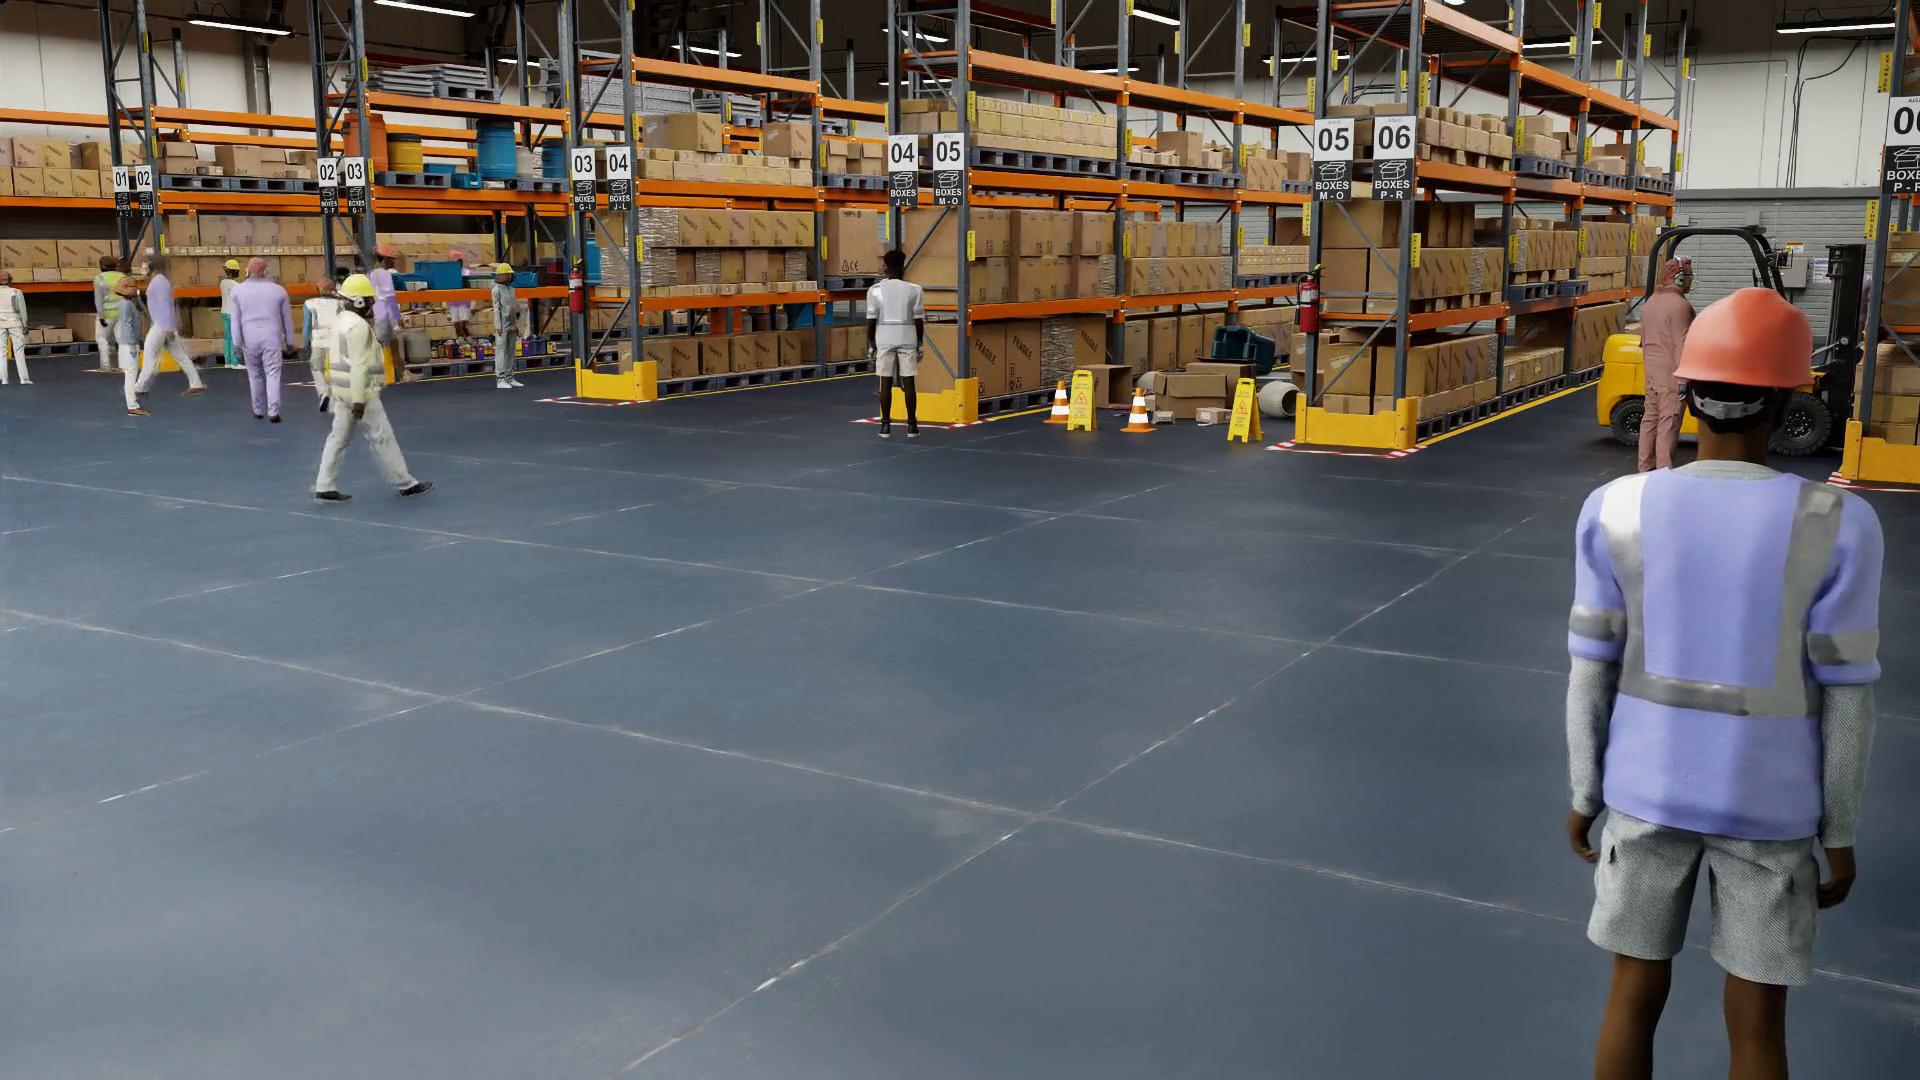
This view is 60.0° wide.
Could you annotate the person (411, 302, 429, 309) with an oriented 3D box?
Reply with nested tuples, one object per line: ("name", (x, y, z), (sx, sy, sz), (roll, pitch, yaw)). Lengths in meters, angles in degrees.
("person", (-11.243, -5.019, 34.573), (0.524, 1.769, 0.309), (6, 12, 30))

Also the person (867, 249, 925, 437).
("person", (-0.669, -2.045, 17.365), (0.605, 1.962, 0.373), (0, 10, -1))

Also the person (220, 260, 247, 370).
("person", (-11.686, -3.619, 26.757), (0.518, 1.757, 0.341), (8, 13, 37))

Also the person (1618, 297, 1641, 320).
("person", (12.562, -4.427, 31.031), (0.718, 1.844, 0.548), (9, 14, 42))

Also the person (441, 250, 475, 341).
("person", (-8.824, -4.136, 29.249), (0.544, 1.906, 0.476), (2, 10, 12))

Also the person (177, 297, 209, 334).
("person", (-13.217, -3.958, 28.577), (0.518, 1.800, 0.986), (5, 11, 27))

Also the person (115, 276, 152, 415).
("person", (-9.770, -2.289, 19.643), (0.286, 1.636, 0.497), (-4, 11, -23))

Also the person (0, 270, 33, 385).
("person", (-13.575, -3.019, 23.725), (0.505, 1.640, 0.311), (-2, 10, -13))

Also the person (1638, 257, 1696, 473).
("person", (5.763, -1.324, 13.485), (0.410, 1.909, 0.642), (-1, 10, -5))

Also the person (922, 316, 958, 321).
("person", (-0.257, -3.021, 22.639), (0.604, 2.038, 0.404), (3, 11, 16))

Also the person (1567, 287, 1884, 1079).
("person", (1.457, 0.490, 3.231), (0.542, 1.939, 0.368), (7, 12, 33))

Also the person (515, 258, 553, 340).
("person", (-7.496, -4.051, 29.101), (0.637, 1.797, 0.971), (5, 11, 27))

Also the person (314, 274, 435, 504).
("person", (-4.642, -1.166, 12.943), (0.922, 1.782, 0.616), (-7, 13, -36))

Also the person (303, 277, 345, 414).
("person", (-7.478, -2.293, 19.672), (0.542, 1.625, 0.409), (-5, 11, -25))

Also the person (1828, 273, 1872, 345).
("person", (12.759, -3.174, 23.826), (0.580, 1.918, 0.402), (5, 11, 28))

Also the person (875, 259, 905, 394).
("person", (-0.904, -2.858, 22.198), (0.564, 1.866, 0.352), (7, 13, 36))

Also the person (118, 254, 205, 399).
("person", (-10.487, -2.790, 21.798), (1.041, 1.875, 0.637), (-4, 11, -21))

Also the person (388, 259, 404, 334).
("person", (-10.036, -4.118, 29.228), (0.576, 1.872, 0.445), (5, 11, 27))

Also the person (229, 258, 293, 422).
("person", (-7.956, -2.277, 18.988), (0.652, 1.865, 0.937), (-4, 11, -22))

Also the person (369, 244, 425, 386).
("person", (-8.029, -3.158, 23.483), (0.998, 1.992, 0.642), (-6, 12, -31))

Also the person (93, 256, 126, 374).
("person", (-13.220, -3.495, 25.871), (0.624, 1.822, 0.629), (6, 12, 32))

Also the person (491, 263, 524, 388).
("person", (-6.363, -3.006, 23.357), (0.286, 1.746, 0.490), (3, 11, 17))

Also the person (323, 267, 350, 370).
("person", (-10.012, -3.579, 26.871), (0.536, 1.632, 0.862), (7, 12, 36))
